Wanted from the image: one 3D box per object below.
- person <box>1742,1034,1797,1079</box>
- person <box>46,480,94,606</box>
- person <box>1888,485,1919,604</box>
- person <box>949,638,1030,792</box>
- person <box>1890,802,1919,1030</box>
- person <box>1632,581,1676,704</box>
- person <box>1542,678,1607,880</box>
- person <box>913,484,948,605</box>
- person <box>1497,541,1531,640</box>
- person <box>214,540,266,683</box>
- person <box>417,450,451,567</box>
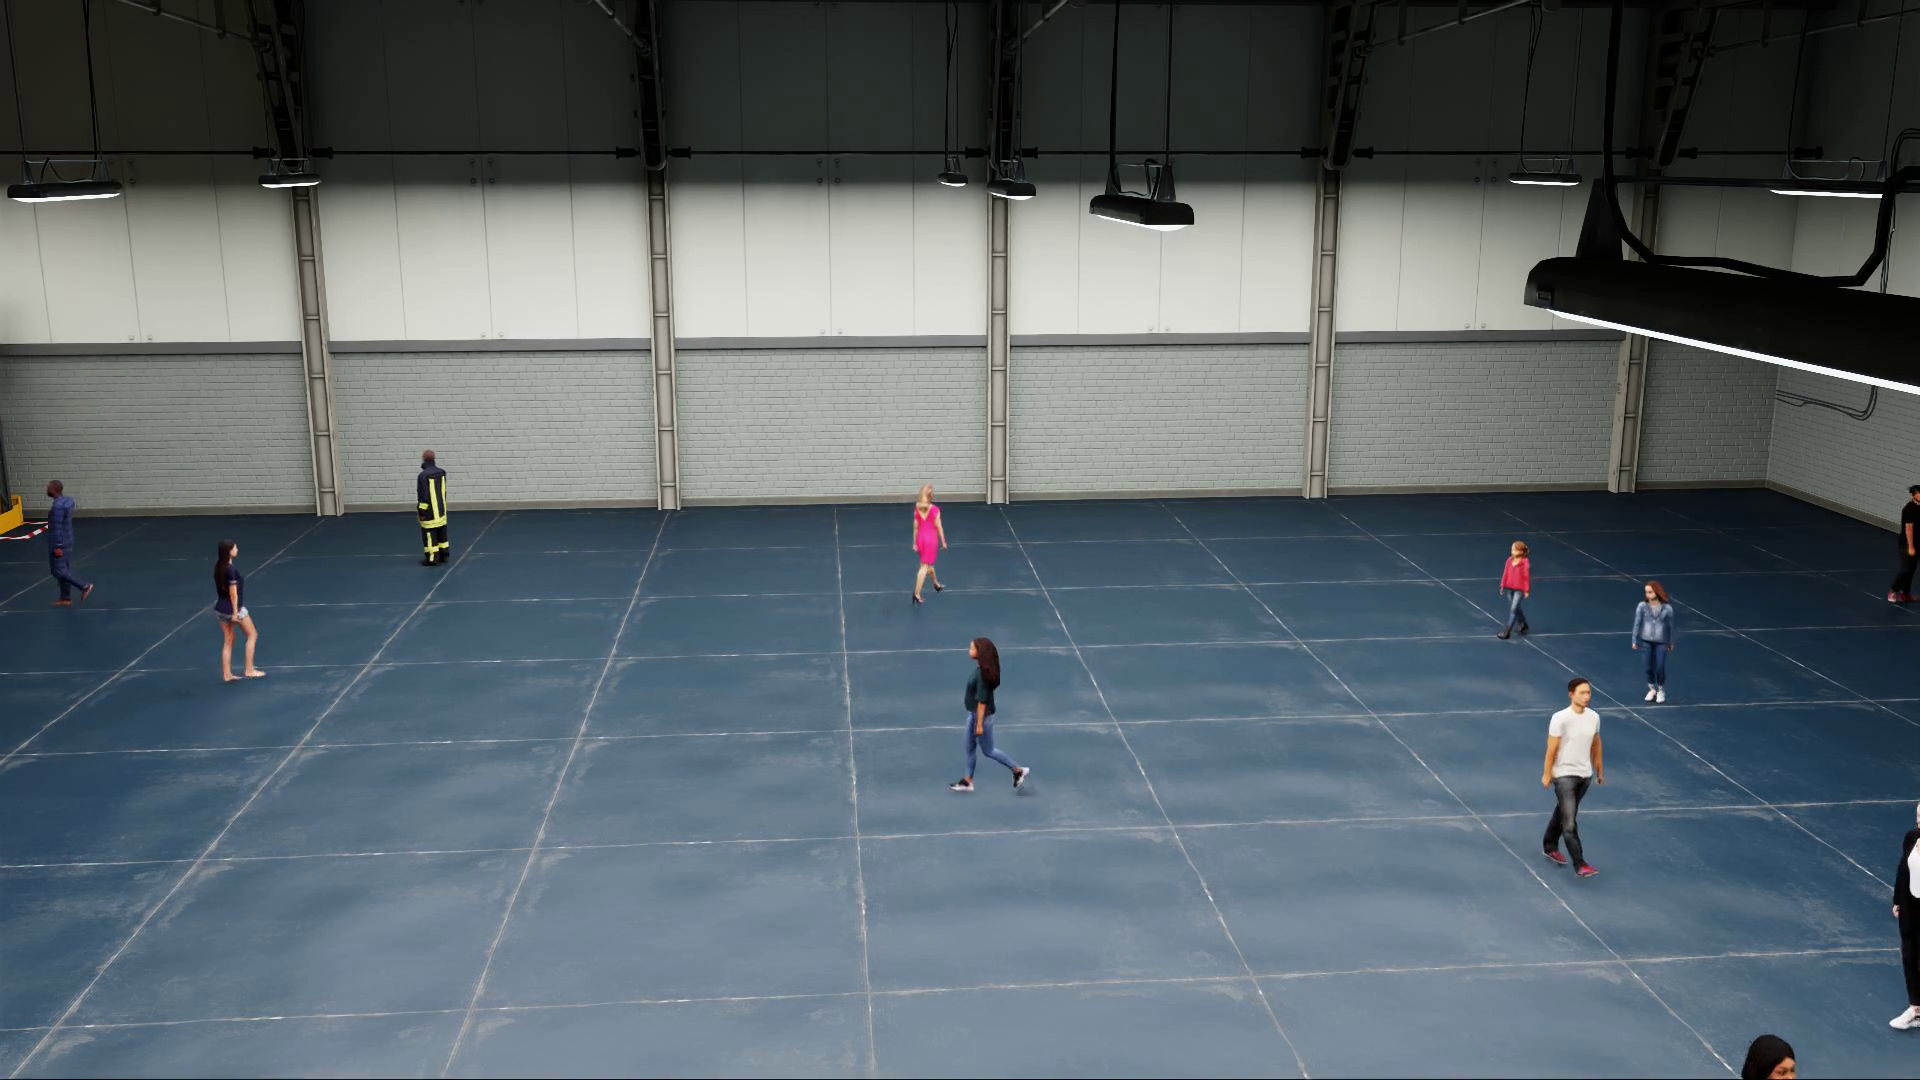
[{"bbox_3d":[4.215,3.453,8.828,0.656,1.810,0.779,-6,14,-24],"label":"person"},{"bbox_3d":[-12.636,0.046,23.530,0.860,1.814,0.750,-3,13,-14],"label":"person"},{"bbox_3d":[13.570,0.045,23.722,0.876,1.731,0.798,7,15,27],"label":"person"},{"bbox_3d":[0.298,1.772,16.569,1.059,1.594,0.683,1,13,4],"label":"person"},{"bbox_3d":[7.077,2.713,12.073,0.800,1.789,0.735,-6,14,-24],"label":"person"},{"bbox_3d":[8.144,1.182,19.420,0.690,1.457,0.758,6,14,23],"label":"person"},{"bbox_3d":[5.403,2.072,14.865,1.056,1.777,0.915,-5,14,-21],"label":"person"},{"bbox_3d":[-0.517,0.084,23.645,1.021,1.689,1.070,10,17,37],"label":"person"},{"bbox_3d":[7.418,0.658,22.060,0.998,1.287,0.810,-8,15,-32],"label":"person"},{"bbox_3d":[-8.881,0.879,20.075,0.773,1.751,0.832,10,16,36],"label":"person"},{"bbox_3d":[-8.228,-0.524,25.974,0.858,1.823,0.859,6,14,23],"label":"person"}]
